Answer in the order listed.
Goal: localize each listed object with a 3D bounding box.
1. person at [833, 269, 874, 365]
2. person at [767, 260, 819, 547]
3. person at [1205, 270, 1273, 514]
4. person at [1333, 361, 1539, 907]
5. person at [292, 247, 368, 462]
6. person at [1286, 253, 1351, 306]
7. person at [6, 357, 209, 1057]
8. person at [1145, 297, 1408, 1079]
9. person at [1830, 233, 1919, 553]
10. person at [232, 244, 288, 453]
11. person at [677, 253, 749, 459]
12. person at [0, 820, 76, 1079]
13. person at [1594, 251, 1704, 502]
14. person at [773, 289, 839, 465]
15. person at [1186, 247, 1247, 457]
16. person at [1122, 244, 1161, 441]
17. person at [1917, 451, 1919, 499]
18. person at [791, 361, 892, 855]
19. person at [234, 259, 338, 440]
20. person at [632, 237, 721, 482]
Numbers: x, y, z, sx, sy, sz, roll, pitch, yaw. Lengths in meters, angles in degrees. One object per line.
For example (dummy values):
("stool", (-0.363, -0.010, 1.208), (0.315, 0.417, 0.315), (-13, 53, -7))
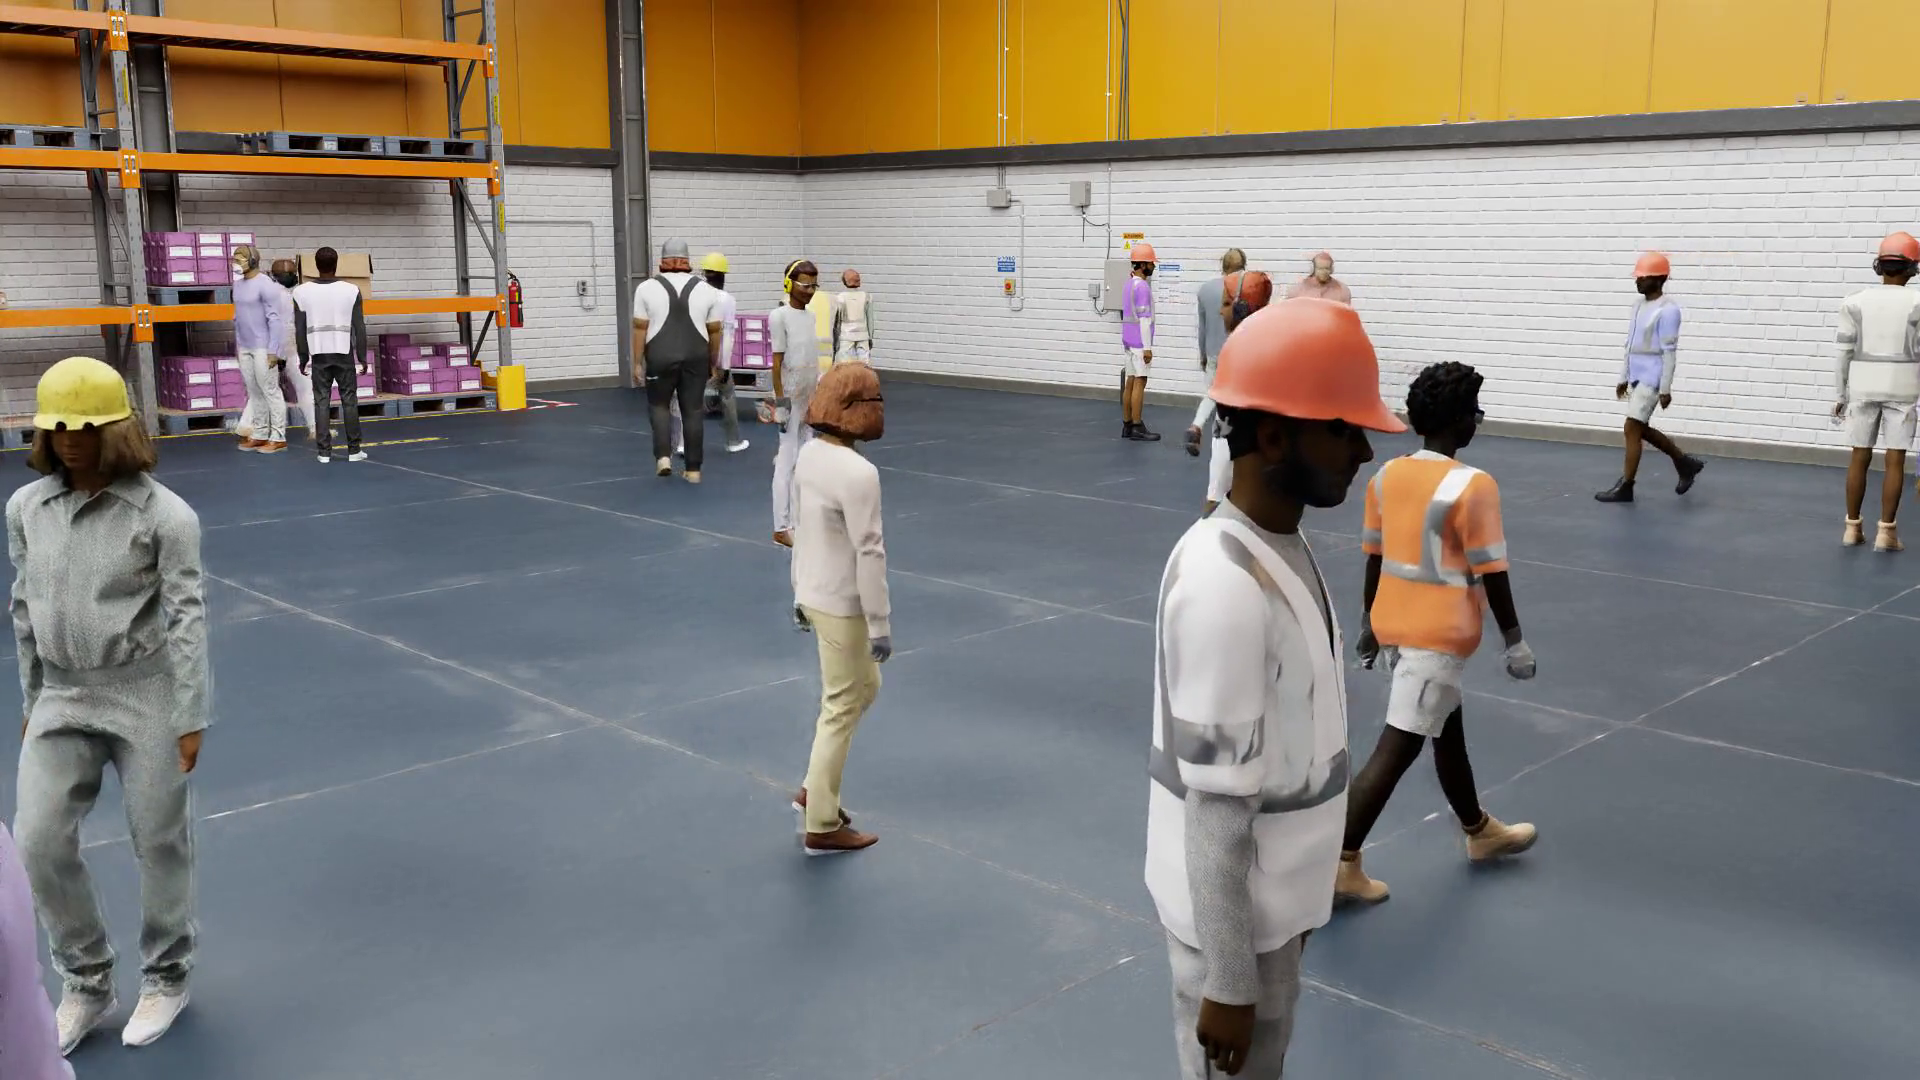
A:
("person", (-1.226, -2.284, 19.096), (0.511, 1.640, 0.308), (-4, 11, -22))
("person", (-1.051, -0.891, 10.891), (0.326, 1.865, 0.519), (5, 11, 25))
("person", (1.300, -0.259, 7.408), (0.450, 1.871, 0.601), (7, 13, 34))
("person", (1.454, 0.283, 5.067), (0.893, 1.648, 0.537), (-3, 11, -16))
("person", (-5.608, -1.649, 14.867), (0.597, 1.918, 0.382), (-3, 11, -14))
("person", (3.565, -1.914, 16.535), (0.641, 1.839, 1.046), (-1, 10, -5))
("person", (-2.093, 0.424, 4.047), (0.513, 1.726, 0.490), (0, 10, 2))
("person", (0.496, 0.579, 2.704), (0.379, 1.929, 0.546), (4, 11, 19))
("person", (5.945, -0.935, 10.693), (0.624, 2.039, 0.501), (9, 14, 41))
("person", (-6.550, -1.778, 15.516), (0.630, 1.938, 0.366), (8, 13, 36))
("person", (-2.292, -1.681, 15.212), (0.587, 1.878, 1.038), (4, 11, 20))
("person", (-1.072, 0.812, 1.481), (0.641, 1.909, 0.409), (-2, 11, -10))
("person", (5.297, -1.232, 12.633), (0.823, 1.912, 0.555), (0, 10, -2))
("person", (-1.280, -1.481, 14.317), (0.655, 1.802, 0.938), (-9, 13, -39))
("person", (2.346, -1.638, 14.817), (0.638, 1.918, 0.677), (9, 14, 41))
("person", (1.791, -1.953, 16.476), (0.354, 1.939, 0.544), (-2, 11, -13))
("person", (4.676, -0.326, 7.494), (0.628, 2.018, 0.889), (7, 13, 35))
("person", (-0.375, 0.229, 5.424), (0.383, 1.620, 0.532), (-5, 12, -26))
("person", (-6.712, -1.856, 16.351), (0.625, 1.802, 0.939), (10, 14, 44))
("person", (-2.335, -1.490, 13.670), (0.747, 2.000, 0.549), (-3, 11, -18))
